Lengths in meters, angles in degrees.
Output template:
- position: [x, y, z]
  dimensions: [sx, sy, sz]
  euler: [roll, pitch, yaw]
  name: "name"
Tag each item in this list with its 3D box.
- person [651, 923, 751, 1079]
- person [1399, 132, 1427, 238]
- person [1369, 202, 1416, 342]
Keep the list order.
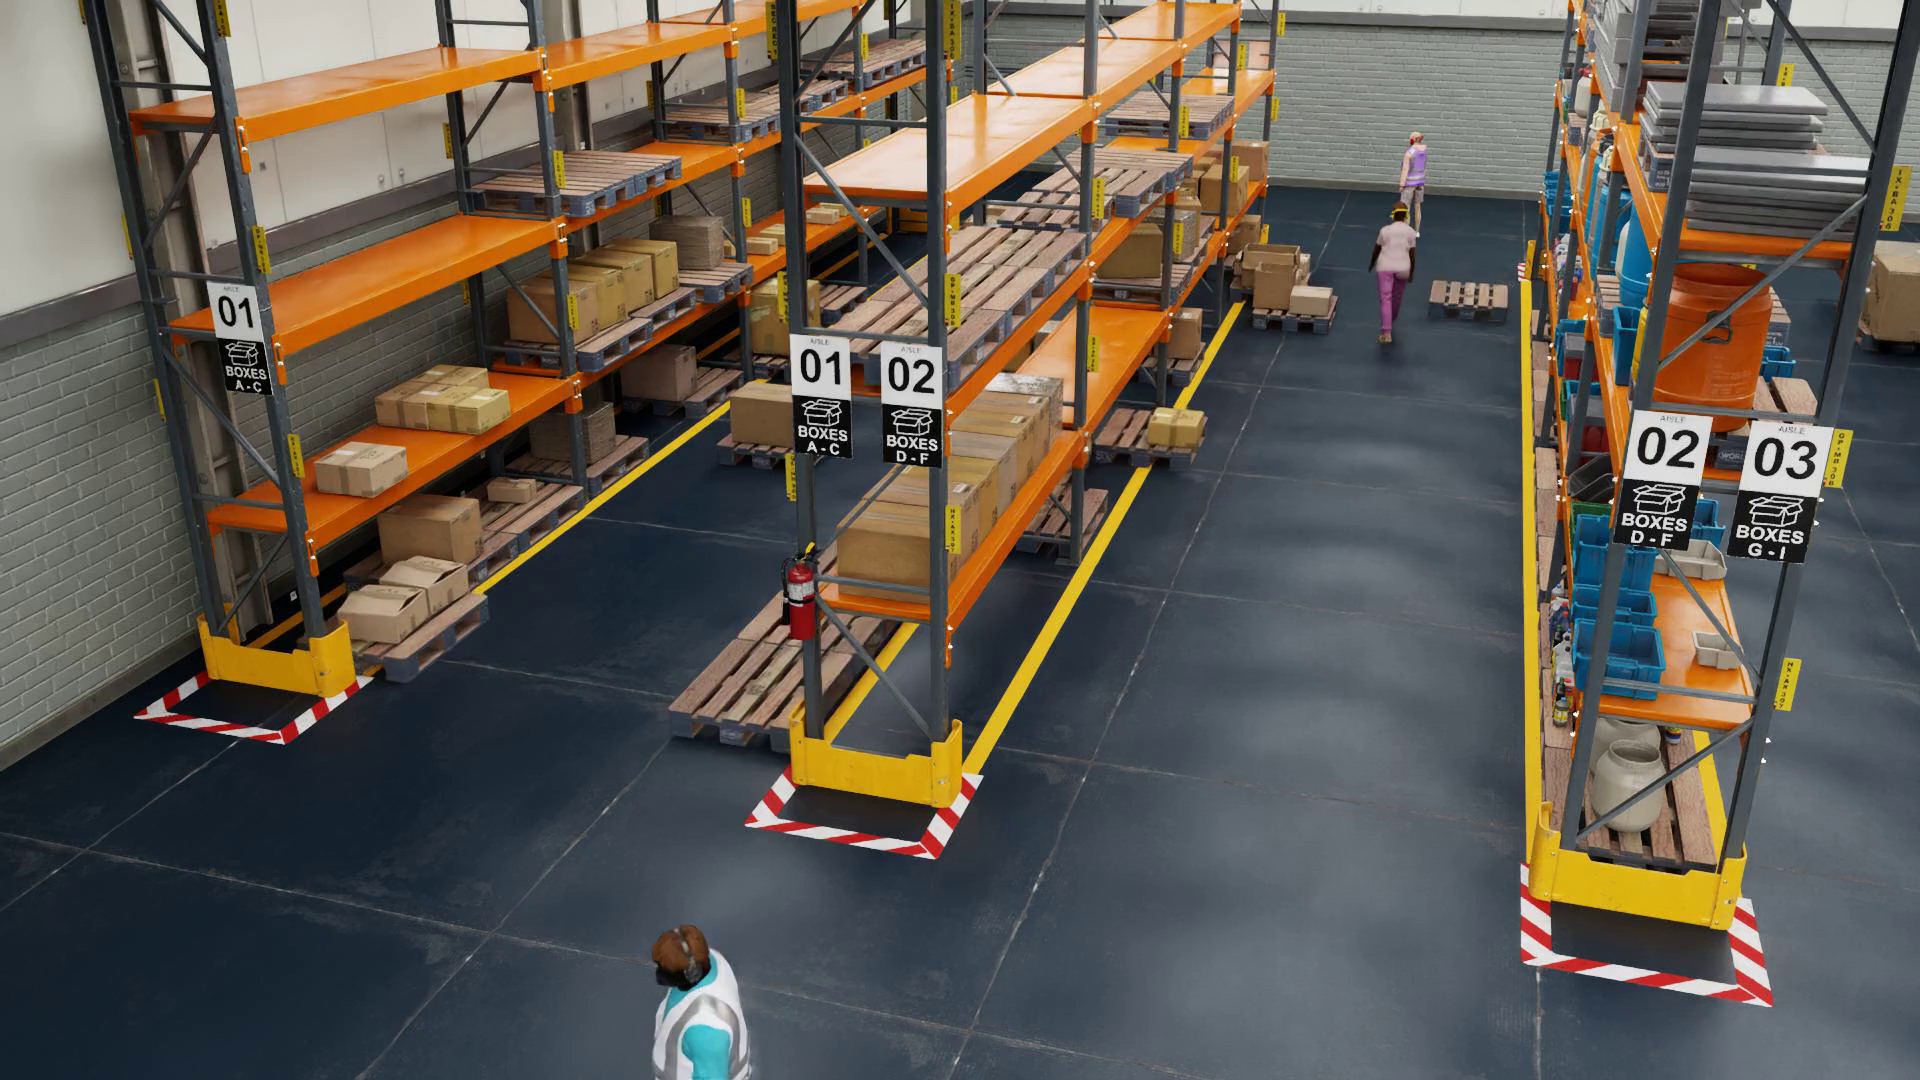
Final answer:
- position: [-1.207, 2.479, 7.467]
  dimensions: [0.539, 1.820, 0.649]
  euler: [-2, 23, -4]
  name: "person"
- position: [7.183, -5.623, 26.423]
  dimensions: [0.489, 1.688, 0.352]
  euler: [-14, 27, -29]
  name: "person"
- position: [5.523, -3.443, 21.281]
  dimensions: [0.534, 1.746, 0.979]
  euler: [3, 24, 7]
  name: "person"
